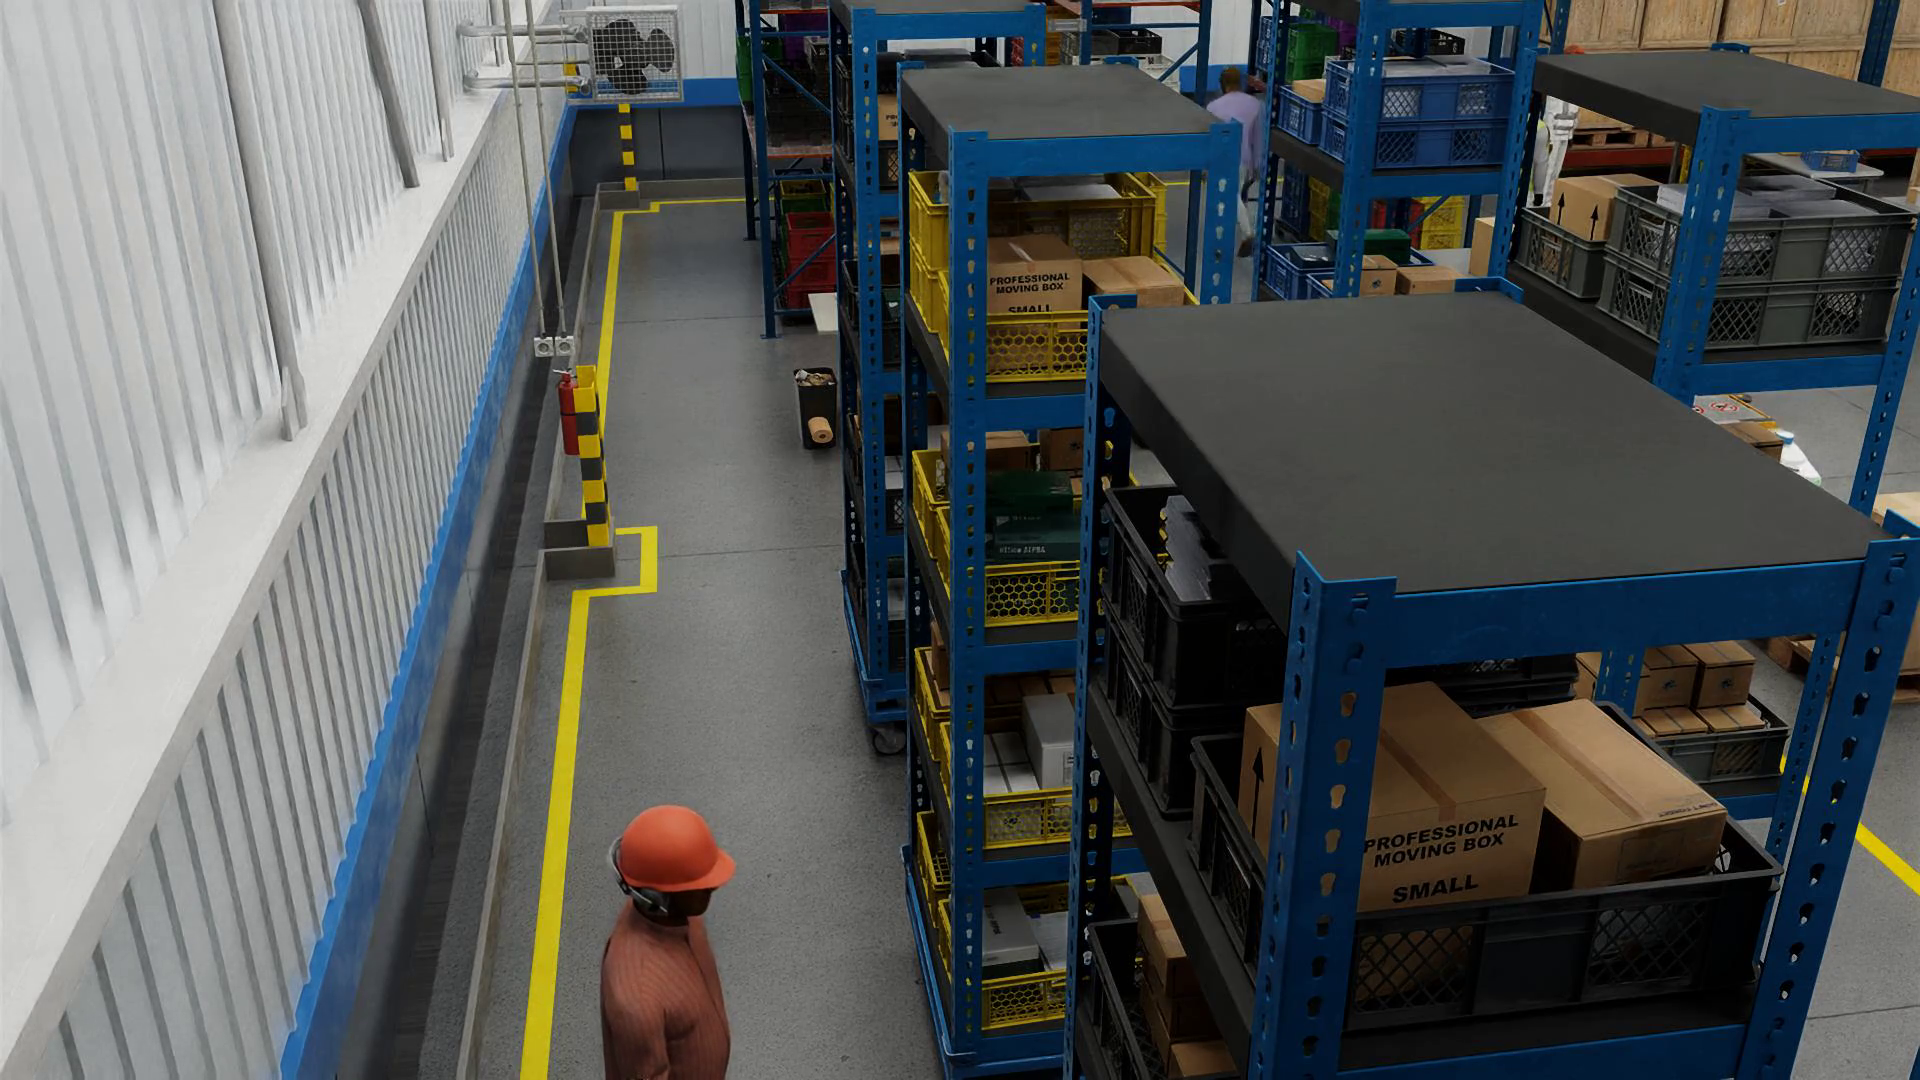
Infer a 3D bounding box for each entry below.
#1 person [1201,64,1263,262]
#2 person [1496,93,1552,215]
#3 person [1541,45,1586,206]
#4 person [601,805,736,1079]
[{"bbox_3d":[2.669,-3.656,16.272,0.633,1.911,0.522,-12,27,-24],"label":"person"},{"bbox_3d":[5.284,-3.341,15.660,0.429,1.847,0.627,-11,27,-22],"label":"person"},{"bbox_3d":[6.349,-4.281,17.652,0.356,1.887,0.572,20,31,37],"label":"person"},{"bbox_3d":[-0.796,1.606,4.746,0.417,1.985,0.618,0,25,1],"label":"person"}]
